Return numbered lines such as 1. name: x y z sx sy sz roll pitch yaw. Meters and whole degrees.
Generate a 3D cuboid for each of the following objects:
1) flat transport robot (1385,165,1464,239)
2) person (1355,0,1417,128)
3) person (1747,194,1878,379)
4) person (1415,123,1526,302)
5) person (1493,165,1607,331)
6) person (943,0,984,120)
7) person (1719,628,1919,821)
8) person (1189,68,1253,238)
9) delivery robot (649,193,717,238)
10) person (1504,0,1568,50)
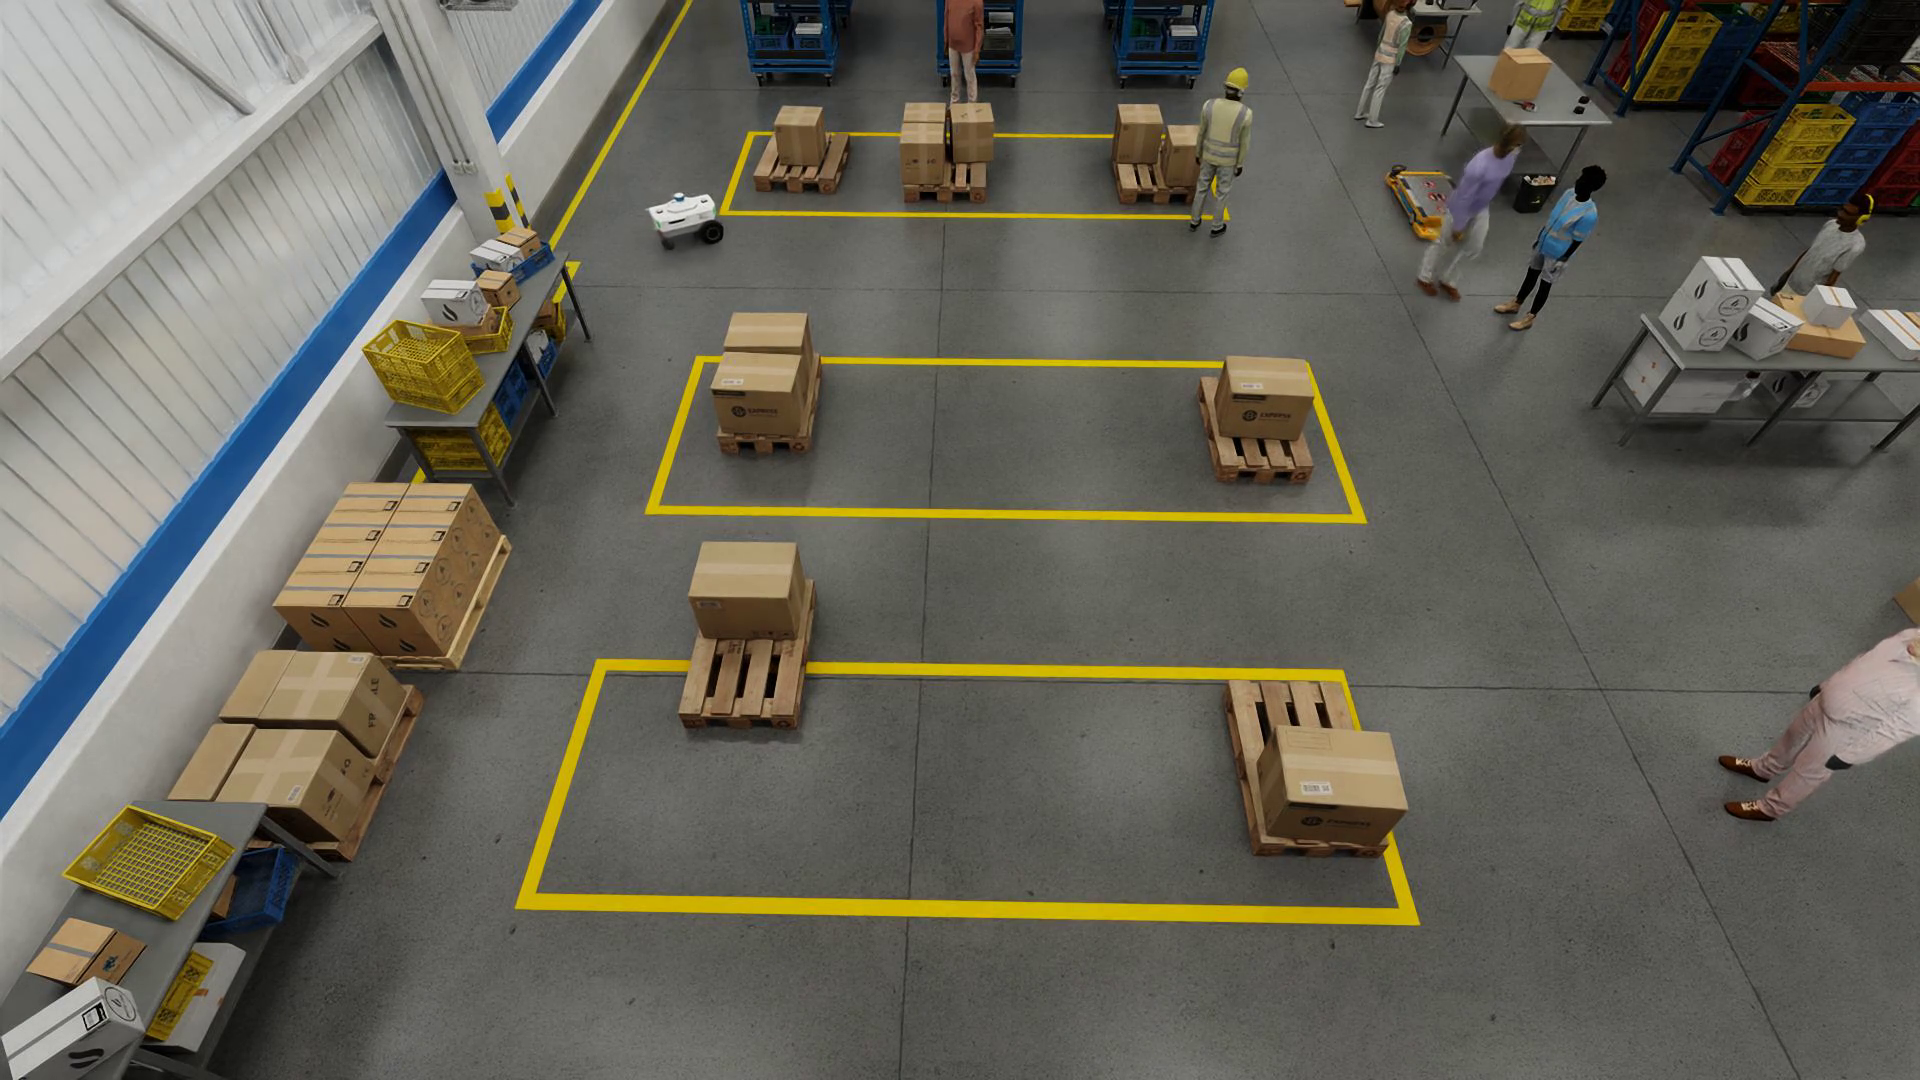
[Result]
1. flat transport robot: 5.692 -4.094 11.059 0.652 0.197 1.431 1 49 1
2. person: 5.632 -6.326 12.089 0.312 1.642 0.512 -12 50 -10
3. person: 7.756 -2.312 8.475 0.319 1.862 0.513 4 49 3
4. person: 5.175 -3.273 9.270 0.645 1.910 0.640 -17 51 -14
5. person: 5.869 -2.877 9.069 0.318 1.697 0.535 -4 49 -4
6. person: 0.022 -6.481 11.997 0.608 1.990 0.385 30 56 24
7. person: 5.309 1.071 5.521 0.403 1.900 0.641 19 52 15
8. person: 2.903 -4.276 10.197 0.586 1.823 0.403 27 54 21
9. delivery robot: -3.166 -3.728 10.496 0.707 0.478 0.477 -21 52 -17
10. person: 7.900 -7.120 12.657 0.621 1.835 0.431 20 52 16
